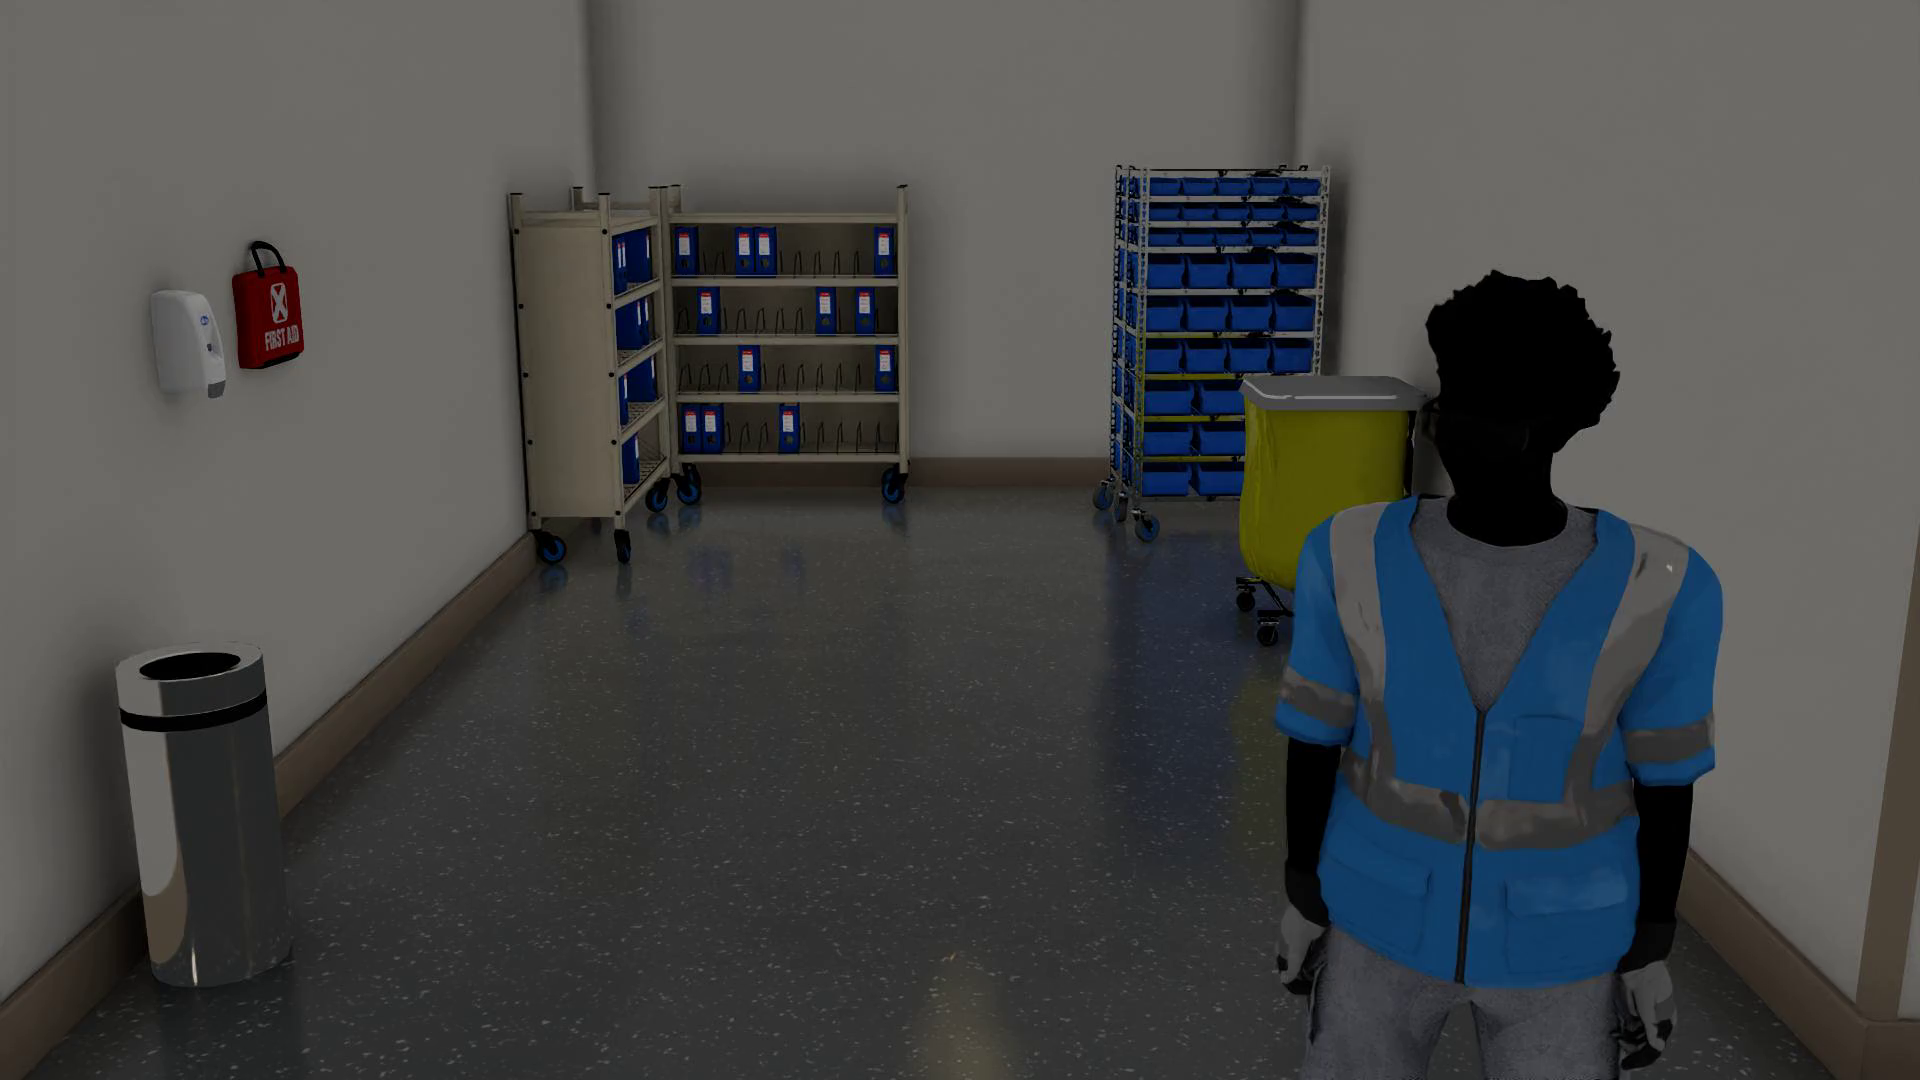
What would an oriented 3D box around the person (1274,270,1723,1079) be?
[{"bbox_3d":[0.664,0.505,2.159,0.537,1.697,0.320,5,14,21],"label":"person"}]
